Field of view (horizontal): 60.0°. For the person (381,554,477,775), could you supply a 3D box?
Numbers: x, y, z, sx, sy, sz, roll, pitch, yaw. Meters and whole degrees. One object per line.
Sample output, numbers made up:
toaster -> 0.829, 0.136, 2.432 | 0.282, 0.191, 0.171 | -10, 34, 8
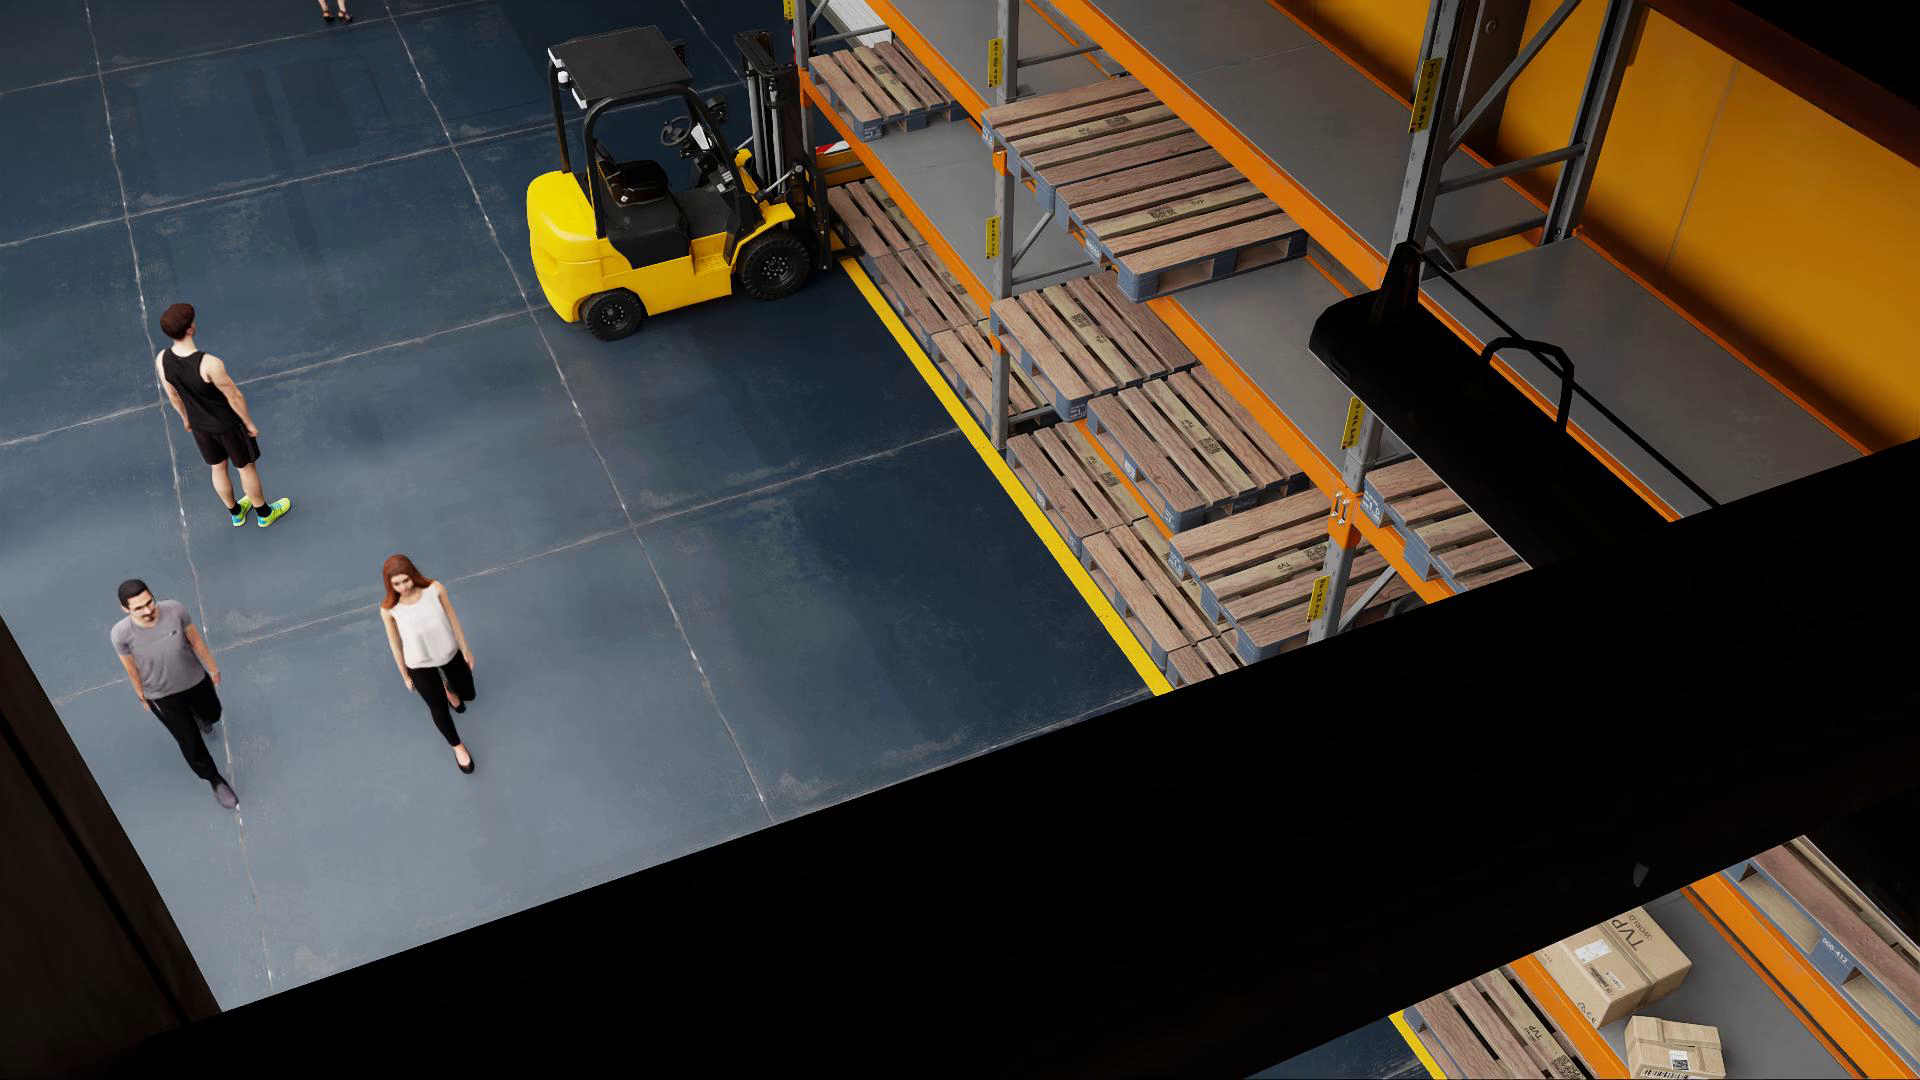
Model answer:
person -> -3.253, 0.684, 10.228 | 0.652, 1.712, 0.886 | -23, 48, -23

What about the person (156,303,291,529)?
person -> -5.239, -0.848, 11.706 | 0.782, 1.891, 0.788 | 6, 44, 6

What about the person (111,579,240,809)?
person -> -4.772, 0.831, 10.062 | 0.854, 1.728, 1.120 | -34, 53, -30
